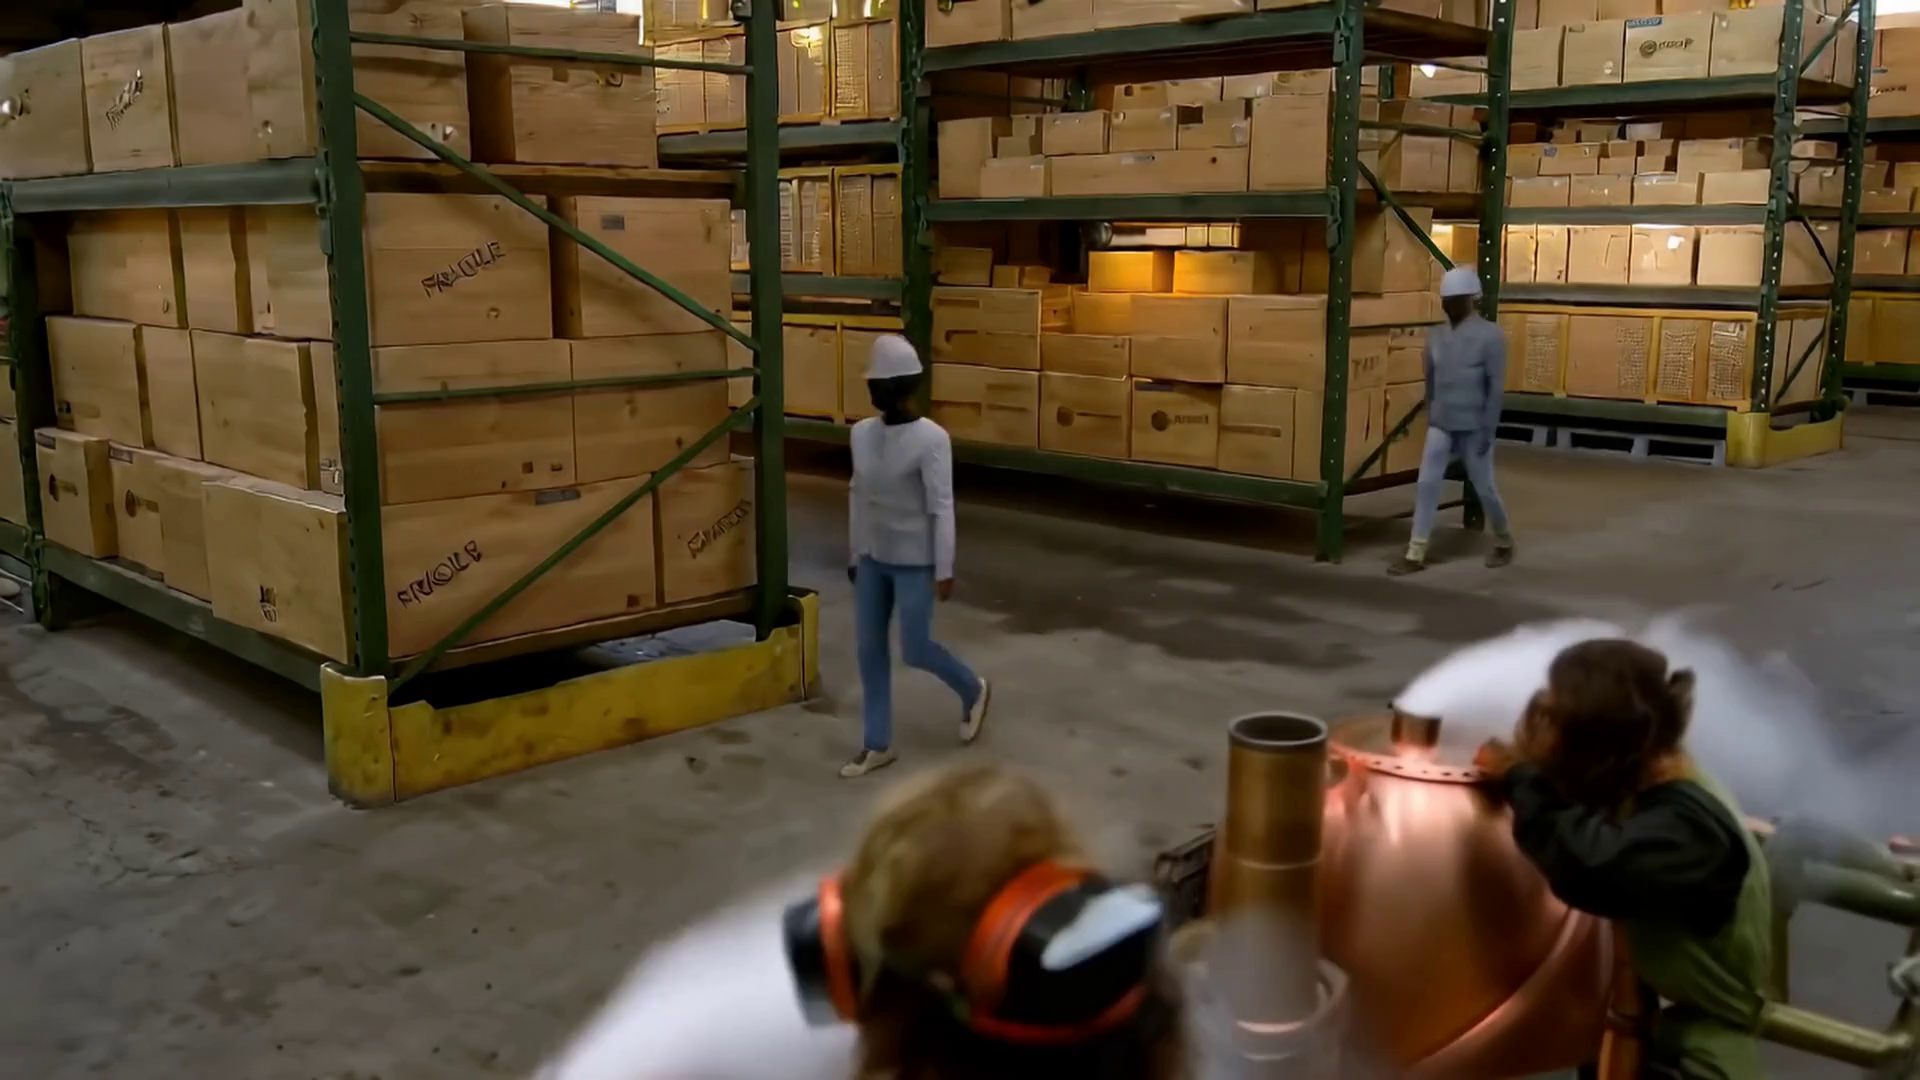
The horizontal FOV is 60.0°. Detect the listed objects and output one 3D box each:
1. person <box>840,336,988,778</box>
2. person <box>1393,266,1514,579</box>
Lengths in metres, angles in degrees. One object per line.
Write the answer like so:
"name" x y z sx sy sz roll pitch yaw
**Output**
"person" -0.199 0.056 6.644 0.529 1.749 0.641 9 14 41
"person" 3.189 -0.743 10.469 1.018 1.952 0.612 -9 14 -40
